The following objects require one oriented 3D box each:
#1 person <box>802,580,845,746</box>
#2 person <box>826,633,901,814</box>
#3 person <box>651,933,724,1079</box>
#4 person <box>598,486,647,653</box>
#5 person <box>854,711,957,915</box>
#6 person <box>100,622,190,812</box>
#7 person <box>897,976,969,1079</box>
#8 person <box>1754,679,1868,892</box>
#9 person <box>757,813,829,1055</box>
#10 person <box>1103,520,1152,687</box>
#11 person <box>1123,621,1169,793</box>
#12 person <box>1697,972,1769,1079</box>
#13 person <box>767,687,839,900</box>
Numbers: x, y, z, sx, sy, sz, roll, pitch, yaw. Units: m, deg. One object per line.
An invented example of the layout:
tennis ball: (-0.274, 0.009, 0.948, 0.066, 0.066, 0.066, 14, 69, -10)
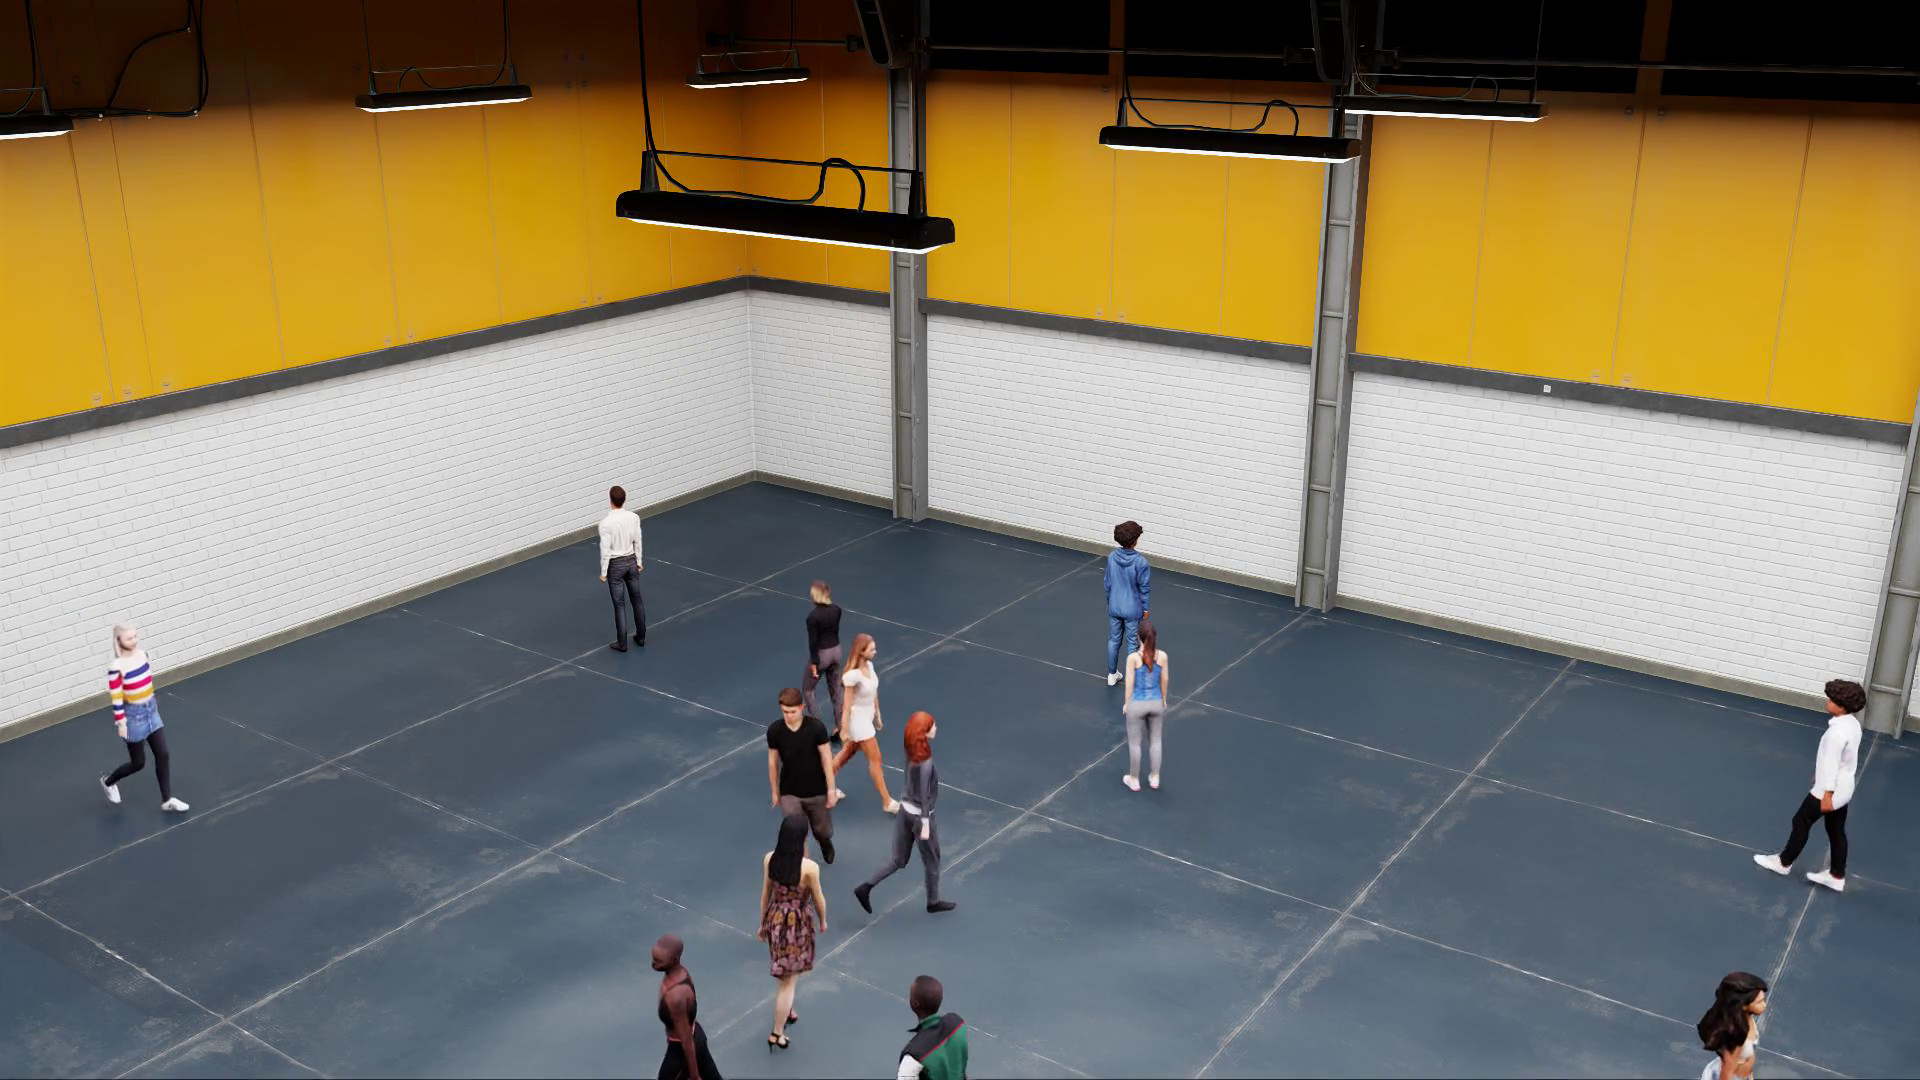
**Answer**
person: (-1.224, 1.202, 15.947, 0.658, 1.660, 0.657, -17, 25, -41)
person: (-0.966, 1.613, 14.749, 1.200, 1.647, 0.789, 7, 20, 20)
person: (-1.573, 3.138, 10.121, 1.194, 1.709, 1.124, -1, 19, -4)
person: (-3.703, 0.305, 18.282, 0.712, 1.871, 0.630, -15, 24, -38)
person: (-0.410, 2.175, 12.917, 1.025, 1.750, 1.068, -7, 20, -19)
person: (-7.304, 1.570, 14.653, 1.141, 1.790, 0.901, 5, 19, 13)
person: (-0.067, 3.357, 9.377, 1.227, 1.769, 0.784, 9, 21, 26)
person: (7.102, 2.001, 13.376, 0.947, 1.788, 0.741, 17, 25, 41)
person: (-1.192, 2.722, 11.291, 0.689, 1.752, 0.736, 9, 20, 24)
person: (1.734, 0.668, 17.298, 0.486, 1.810, 0.730, 13, 23, 34)
person: (1.683, 1.505, 15.130, 0.650, 1.608, 0.699, -5, 19, -13)
person: (4.484, 3.266, 9.923, 1.052, 1.593, 0.653, 9, 21, 25)
person: (-1.226, 1.976, 13.375, 1.129, 1.836, 1.100, 0, 19, -1)
